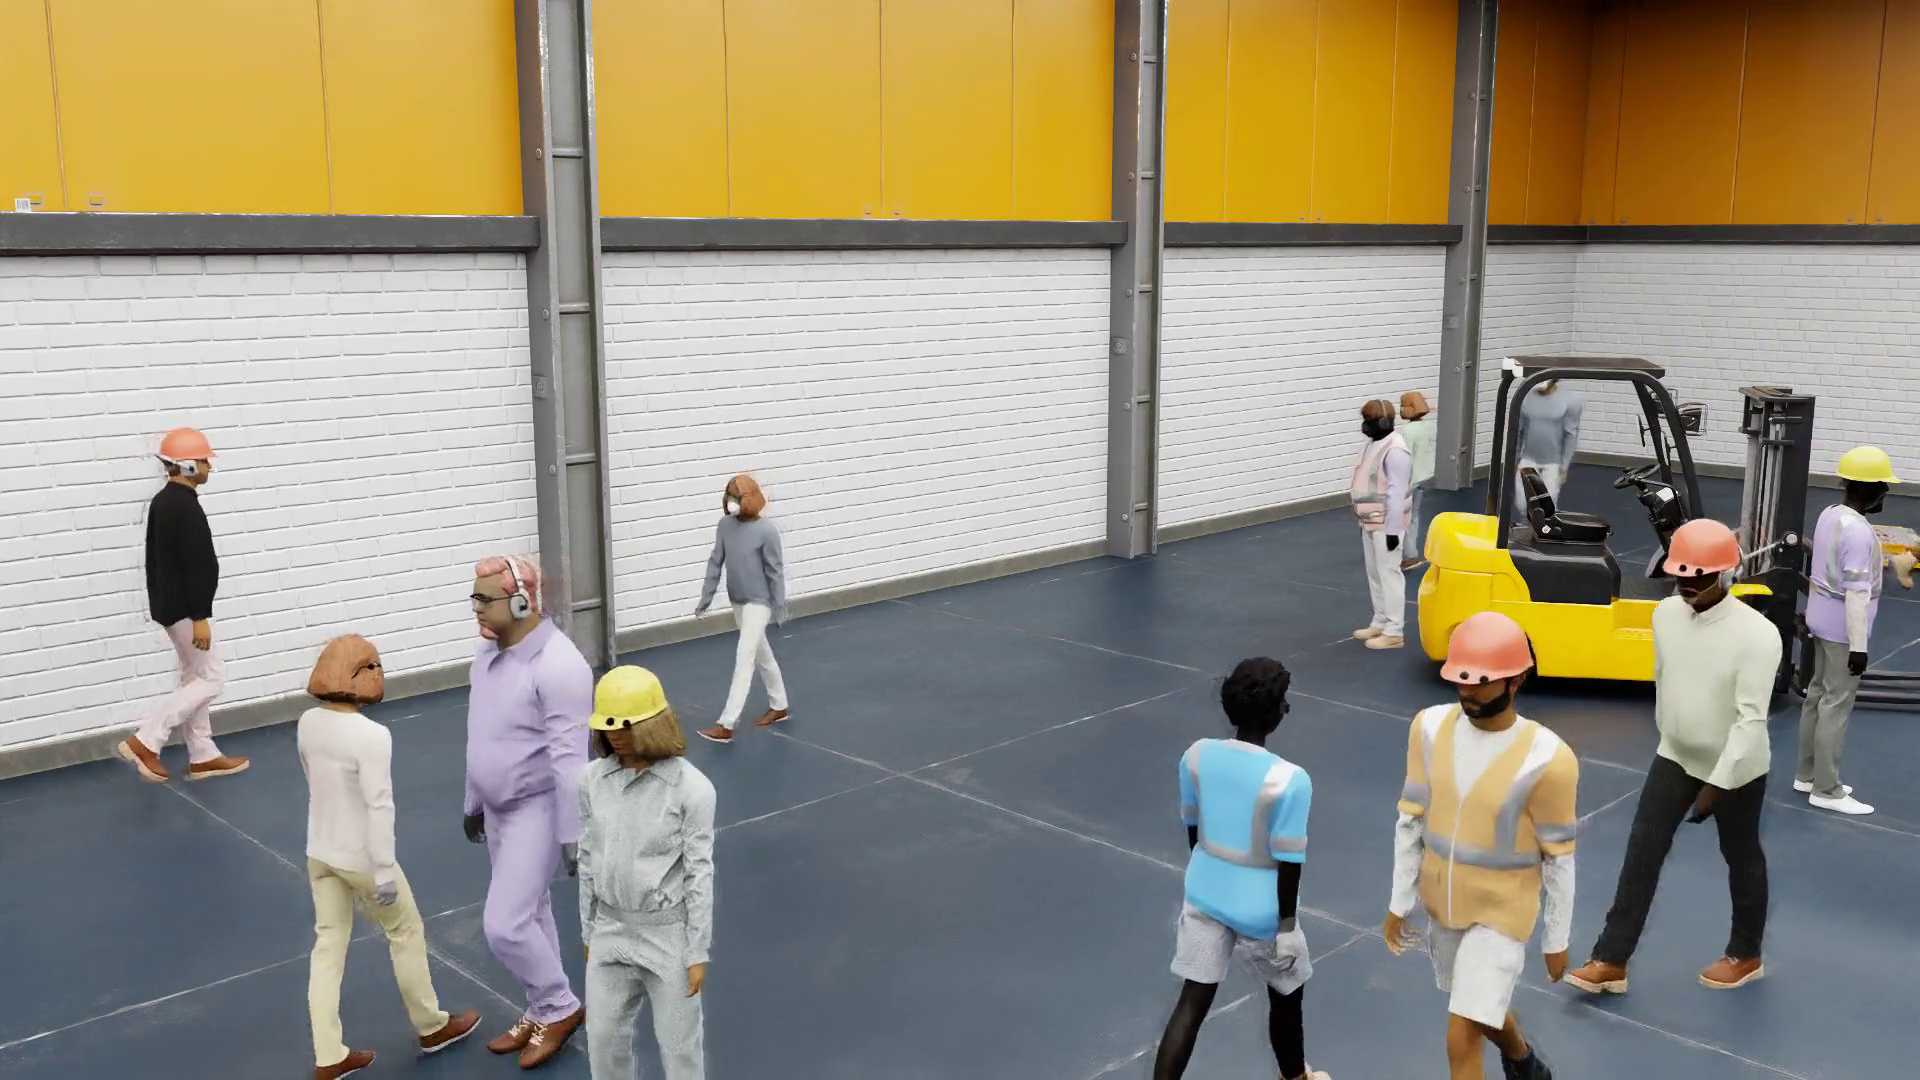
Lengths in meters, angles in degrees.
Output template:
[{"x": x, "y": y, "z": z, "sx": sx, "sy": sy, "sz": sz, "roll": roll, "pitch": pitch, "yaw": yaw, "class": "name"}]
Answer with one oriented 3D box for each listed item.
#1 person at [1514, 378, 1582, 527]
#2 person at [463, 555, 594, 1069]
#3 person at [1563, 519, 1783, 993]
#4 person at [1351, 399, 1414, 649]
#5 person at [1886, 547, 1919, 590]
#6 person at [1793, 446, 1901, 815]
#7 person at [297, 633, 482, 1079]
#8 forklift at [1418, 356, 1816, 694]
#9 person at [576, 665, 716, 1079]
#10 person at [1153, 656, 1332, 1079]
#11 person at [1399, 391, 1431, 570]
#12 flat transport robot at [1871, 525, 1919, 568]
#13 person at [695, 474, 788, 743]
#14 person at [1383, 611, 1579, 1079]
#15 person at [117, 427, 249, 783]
[{"x": 5.242, "y": -0.678, "z": 14.988, "sx": 0.625, "sy": 1.919, "sz": 0.449, "roll": 7, "pitch": 12, "yaw": 33, "class": "person"}, {"x": -1.599, "y": 0.983, "z": 5.999, "sx": 0.447, "sy": 1.887, "sz": 0.670, "roll": -9, "pitch": 13, "yaw": -39, "class": "person"}, {"x": 2.853, "y": 0.874, "z": 6.466, "sx": 1.039, "sy": 1.931, "sz": 0.603, "roll": -6, "pitch": 12, "yaw": -29, "class": "person"}, {"x": 3.081, "y": -0.120, "z": 12.184, "sx": 0.431, "sy": 1.835, "sz": 0.632, "roll": -1, "pitch": 10, "yaw": -4, "class": "person"}, {"x": 8.132, "y": -0.468, "z": 13.590, "sx": 0.741, "sy": 2.019, "sz": 0.614, "roll": 9, "pitch": 14, "yaw": 41, "class": "person"}, {"x": 4.650, "y": 0.462, "z": 8.733, "sx": 0.366, "sy": 1.926, "sz": 0.592, "roll": 2, "pitch": 11, "yaw": 12, "class": "person"}, {"x": -2.096, "y": 1.115, "z": 6.014, "sx": 0.514, "sy": 1.607, "sz": 0.680, "roll": 7, "pitch": 12, "yaw": 32, "class": "person"}, {"x": 4.276, "y": -0.101, "z": 11.076, "sx": 2.313, "sy": 2.155, "sz": 1.214, "roll": 2, "pitch": 11, "yaw": 13, "class": "forklift"}, {"x": -0.977, "y": 1.227, "z": 5.107, "sx": 0.487, "sy": 1.736, "sz": 0.322, "roll": 4, "pitch": 11, "yaw": 22, "class": "person"}, {"x": 0.920, "y": 1.194, "z": 5.493, "sx": 0.855, "sy": 1.653, "sz": 0.542, "roll": -9, "pitch": 14, "yaw": -42, "class": "person"}, {"x": 4.019, "y": -0.523, "z": 14.934, "sx": 0.349, "sy": 1.631, "sz": 0.509, "roll": 9, "pitch": 14, "yaw": 41, "class": "person"}, {"x": 8.605, "y": 0.034, "z": 15.585, "sx": 0.652, "sy": 0.197, "sz": 1.431, "roll": 4, "pitch": 11, "yaw": 22, "class": "flat transport robot"}, {"x": -1.330, "y": 0.403, "z": 9.984, "sx": 0.514, "sy": 1.588, "sz": 0.854, "roll": 10, "pitch": 14, "yaw": 42, "class": "person"}, {"x": 1.676, "y": 1.127, "z": 5.244, "sx": 0.987, "sy": 1.902, "sz": 0.537, "roll": -8, "pitch": 13, "yaw": -38, "class": "person"}, {"x": -4.259, "y": 0.379, "z": 9.043, "sx": 0.587, "sy": 1.979, "sz": 0.635, "roll": -8, "pitch": 13, "yaw": -37, "class": "person"}]
